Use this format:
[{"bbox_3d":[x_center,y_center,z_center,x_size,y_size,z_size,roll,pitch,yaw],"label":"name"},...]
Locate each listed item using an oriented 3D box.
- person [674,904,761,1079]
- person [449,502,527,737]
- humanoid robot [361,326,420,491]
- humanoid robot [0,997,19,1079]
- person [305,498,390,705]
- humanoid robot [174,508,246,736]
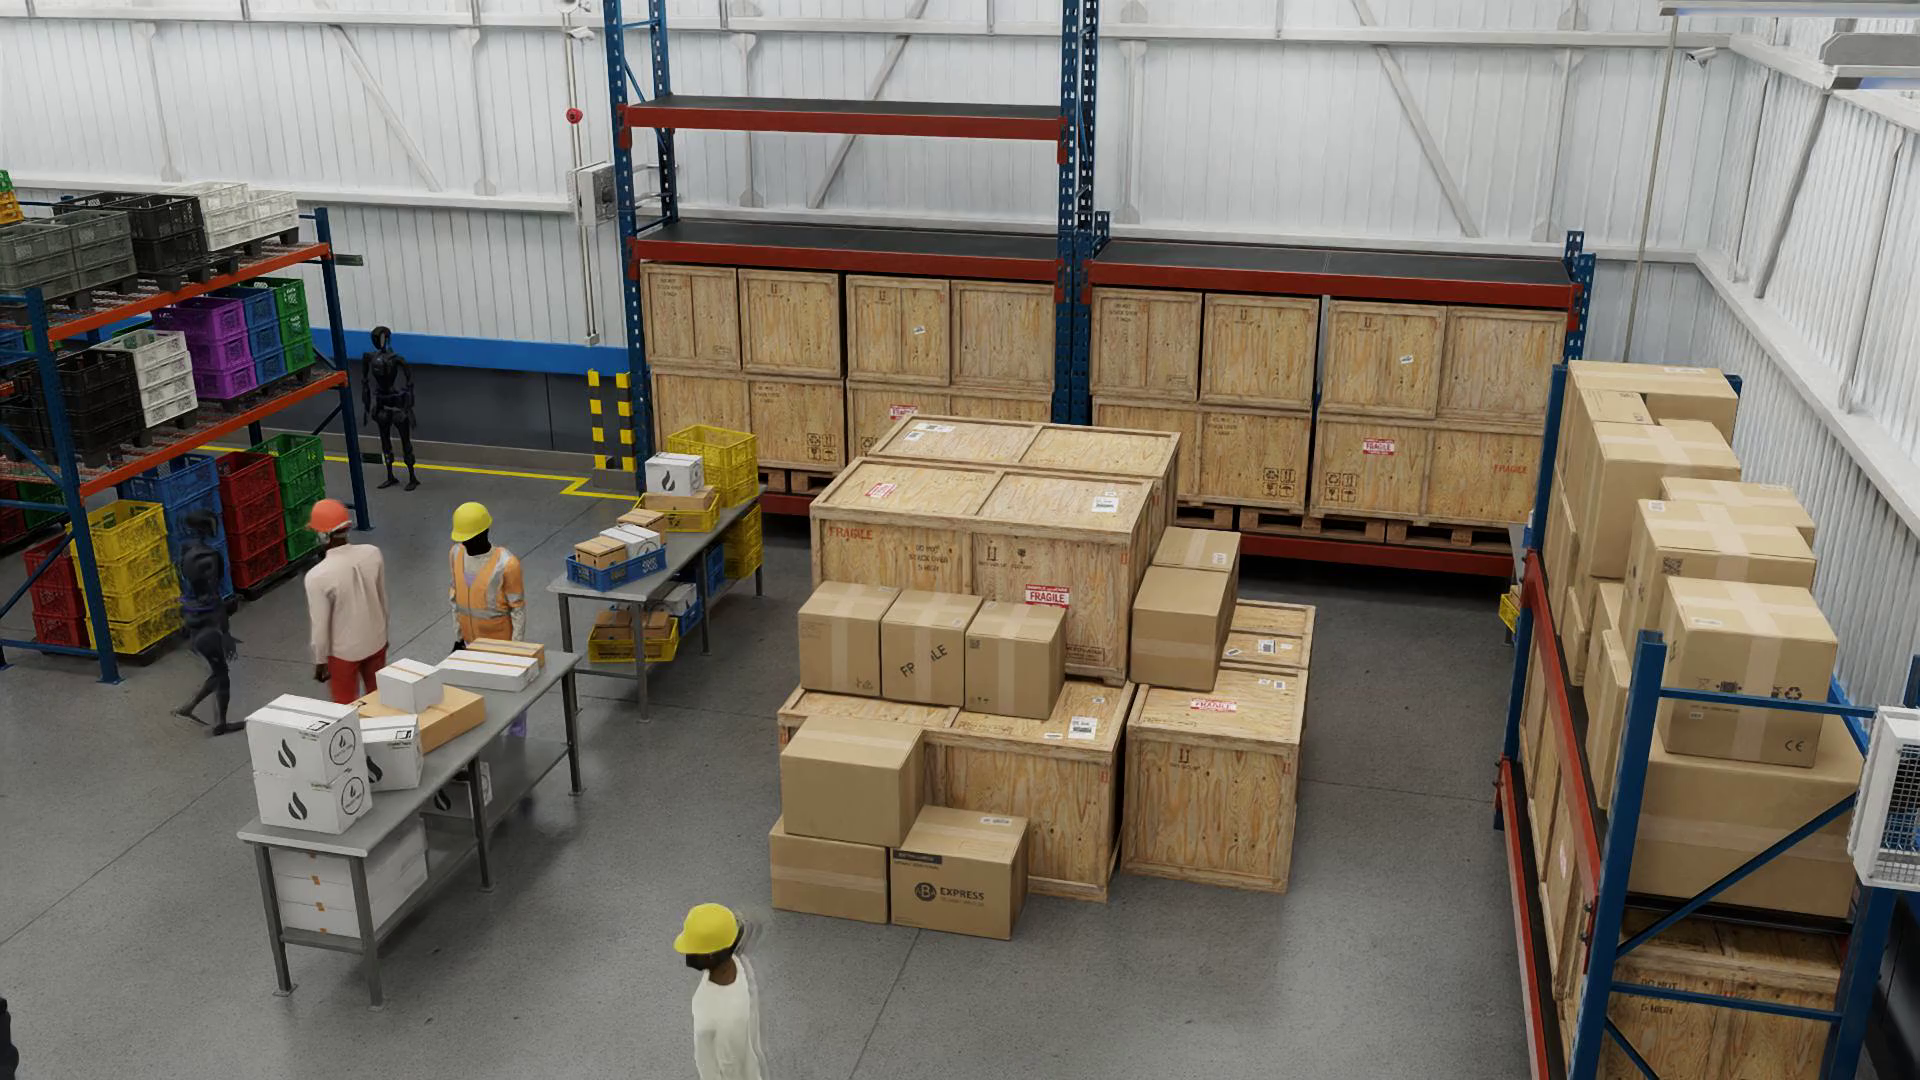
[{"bbox_3d":[-0.928,2.281,7.013,0.730,1.741,0.528,-5,22,-13],"label":"person"},{"bbox_3d":[-3.139,0.645,11.049,0.583,1.918,0.372,10,23,24],"label":"person"},{"bbox_3d":[-5.640,-1.301,16.456,0.599,1.657,0.331,5,22,14],"label":"humanoid robot"},{"bbox_3d":[-4.362,2.215,7.258,0.599,1.657,0.331,5,22,14],"label":"humanoid robot"},{"bbox_3d":[-3.973,0.675,10.870,0.397,1.991,0.610,11,24,27],"label":"person"},{"bbox_3d":[-5.248,0.572,11.575,0.465,1.633,0.645,-14,25,-32],"label":"humanoid robot"}]
